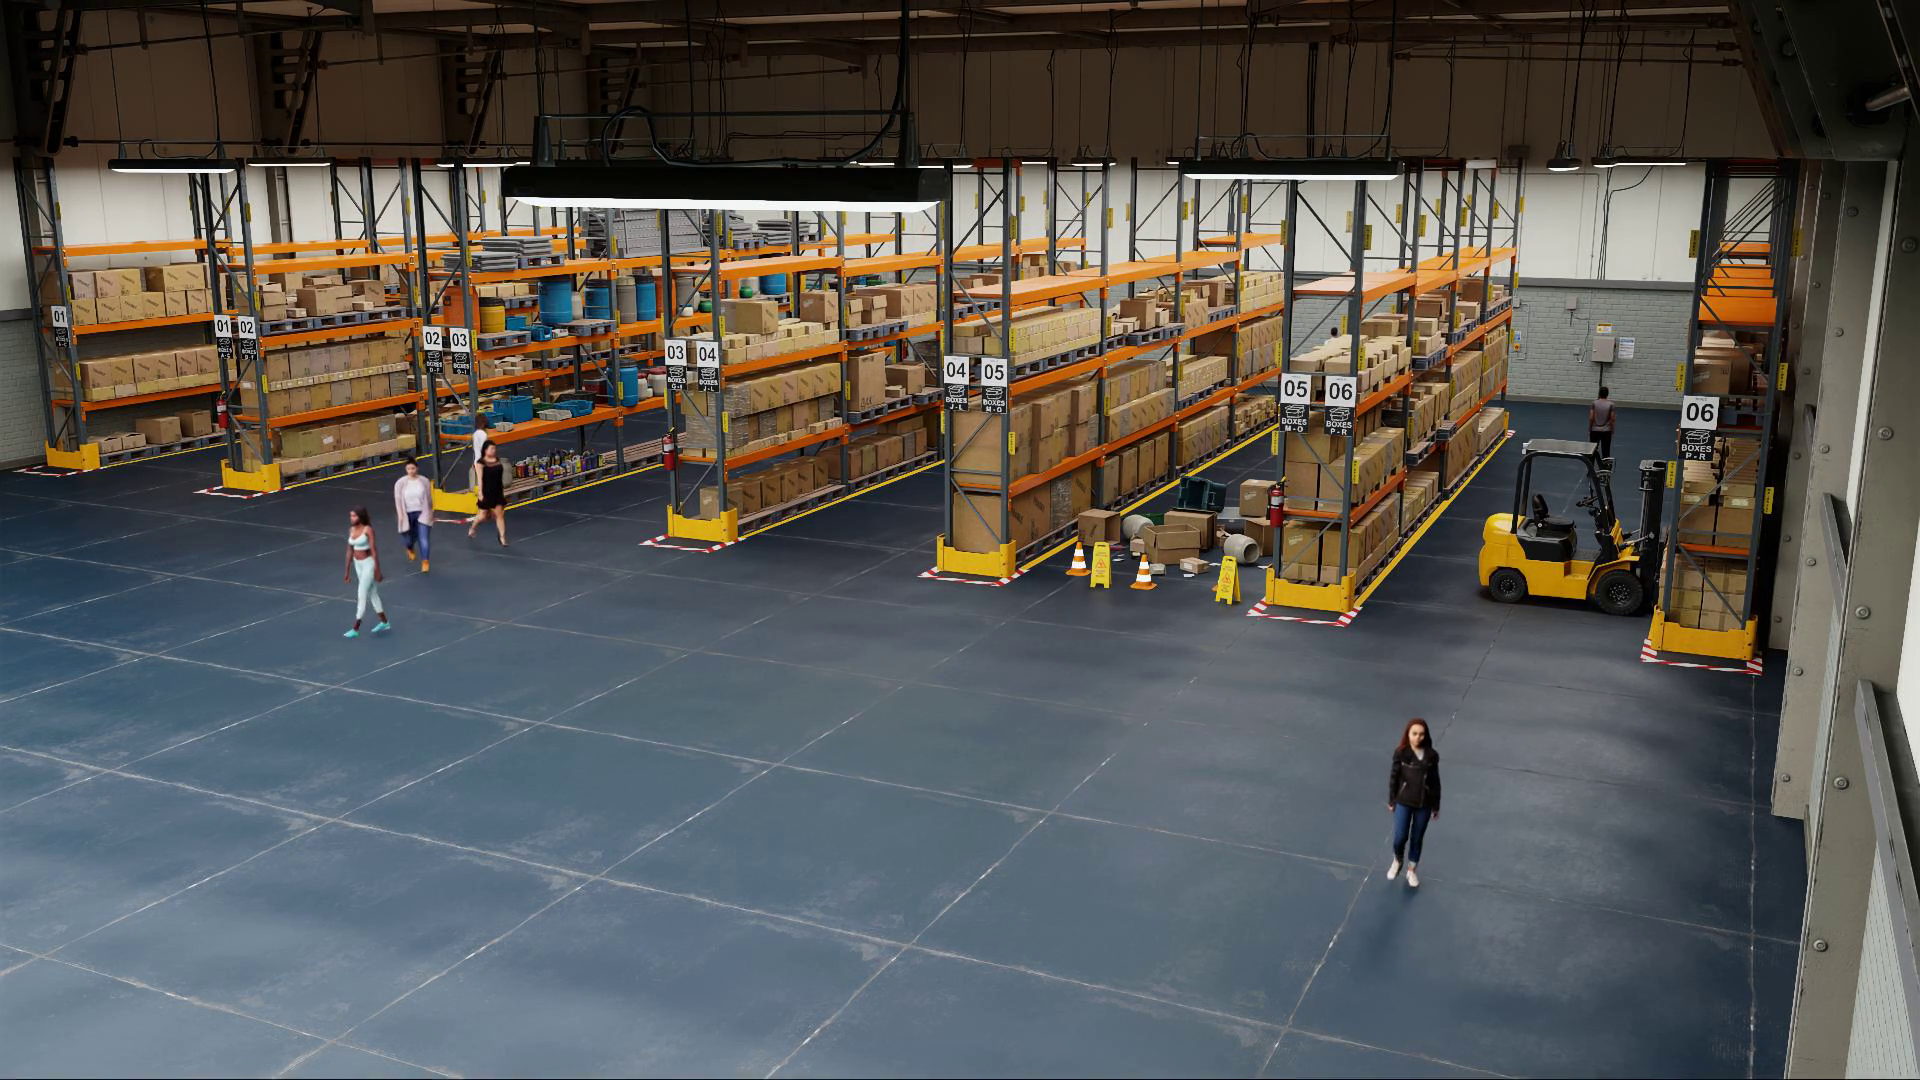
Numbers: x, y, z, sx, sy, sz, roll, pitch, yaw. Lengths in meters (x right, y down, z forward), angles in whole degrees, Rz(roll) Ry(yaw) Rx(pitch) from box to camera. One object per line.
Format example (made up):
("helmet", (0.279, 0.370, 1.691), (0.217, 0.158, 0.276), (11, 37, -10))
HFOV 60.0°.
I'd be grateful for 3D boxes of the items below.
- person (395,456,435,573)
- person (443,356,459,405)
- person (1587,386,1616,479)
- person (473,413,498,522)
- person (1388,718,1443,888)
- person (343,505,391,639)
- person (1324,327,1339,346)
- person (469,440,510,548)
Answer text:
("person", (-8.071, -0.394, 24.652), (1.013, 1.721, 1.077), (-5, 14, -22))
("person", (-11.990, -3.778, 39.154), (0.616, 1.770, 0.543), (5, 14, 20))
("person", (12.264, -2.070, 31.816), (0.617, 1.755, 0.531), (6, 15, 26))
("person", (-8.077, -1.201, 27.922), (0.857, 1.817, 0.825), (-7, 15, -27))
("person", (3.826, 2.186, 14.053), (0.634, 1.475, 0.631), (1, 13, 6))
("person", (-7.557, 0.385, 21.333), (0.659, 1.700, 1.026), (8, 15, 29))
("person", (9.354, -4.415, 41.740), (0.671, 1.846, 0.624), (4, 14, 16))
("person", (-7.439, -0.716, 26.112), (0.778, 1.690, 0.986), (8, 15, 30))
